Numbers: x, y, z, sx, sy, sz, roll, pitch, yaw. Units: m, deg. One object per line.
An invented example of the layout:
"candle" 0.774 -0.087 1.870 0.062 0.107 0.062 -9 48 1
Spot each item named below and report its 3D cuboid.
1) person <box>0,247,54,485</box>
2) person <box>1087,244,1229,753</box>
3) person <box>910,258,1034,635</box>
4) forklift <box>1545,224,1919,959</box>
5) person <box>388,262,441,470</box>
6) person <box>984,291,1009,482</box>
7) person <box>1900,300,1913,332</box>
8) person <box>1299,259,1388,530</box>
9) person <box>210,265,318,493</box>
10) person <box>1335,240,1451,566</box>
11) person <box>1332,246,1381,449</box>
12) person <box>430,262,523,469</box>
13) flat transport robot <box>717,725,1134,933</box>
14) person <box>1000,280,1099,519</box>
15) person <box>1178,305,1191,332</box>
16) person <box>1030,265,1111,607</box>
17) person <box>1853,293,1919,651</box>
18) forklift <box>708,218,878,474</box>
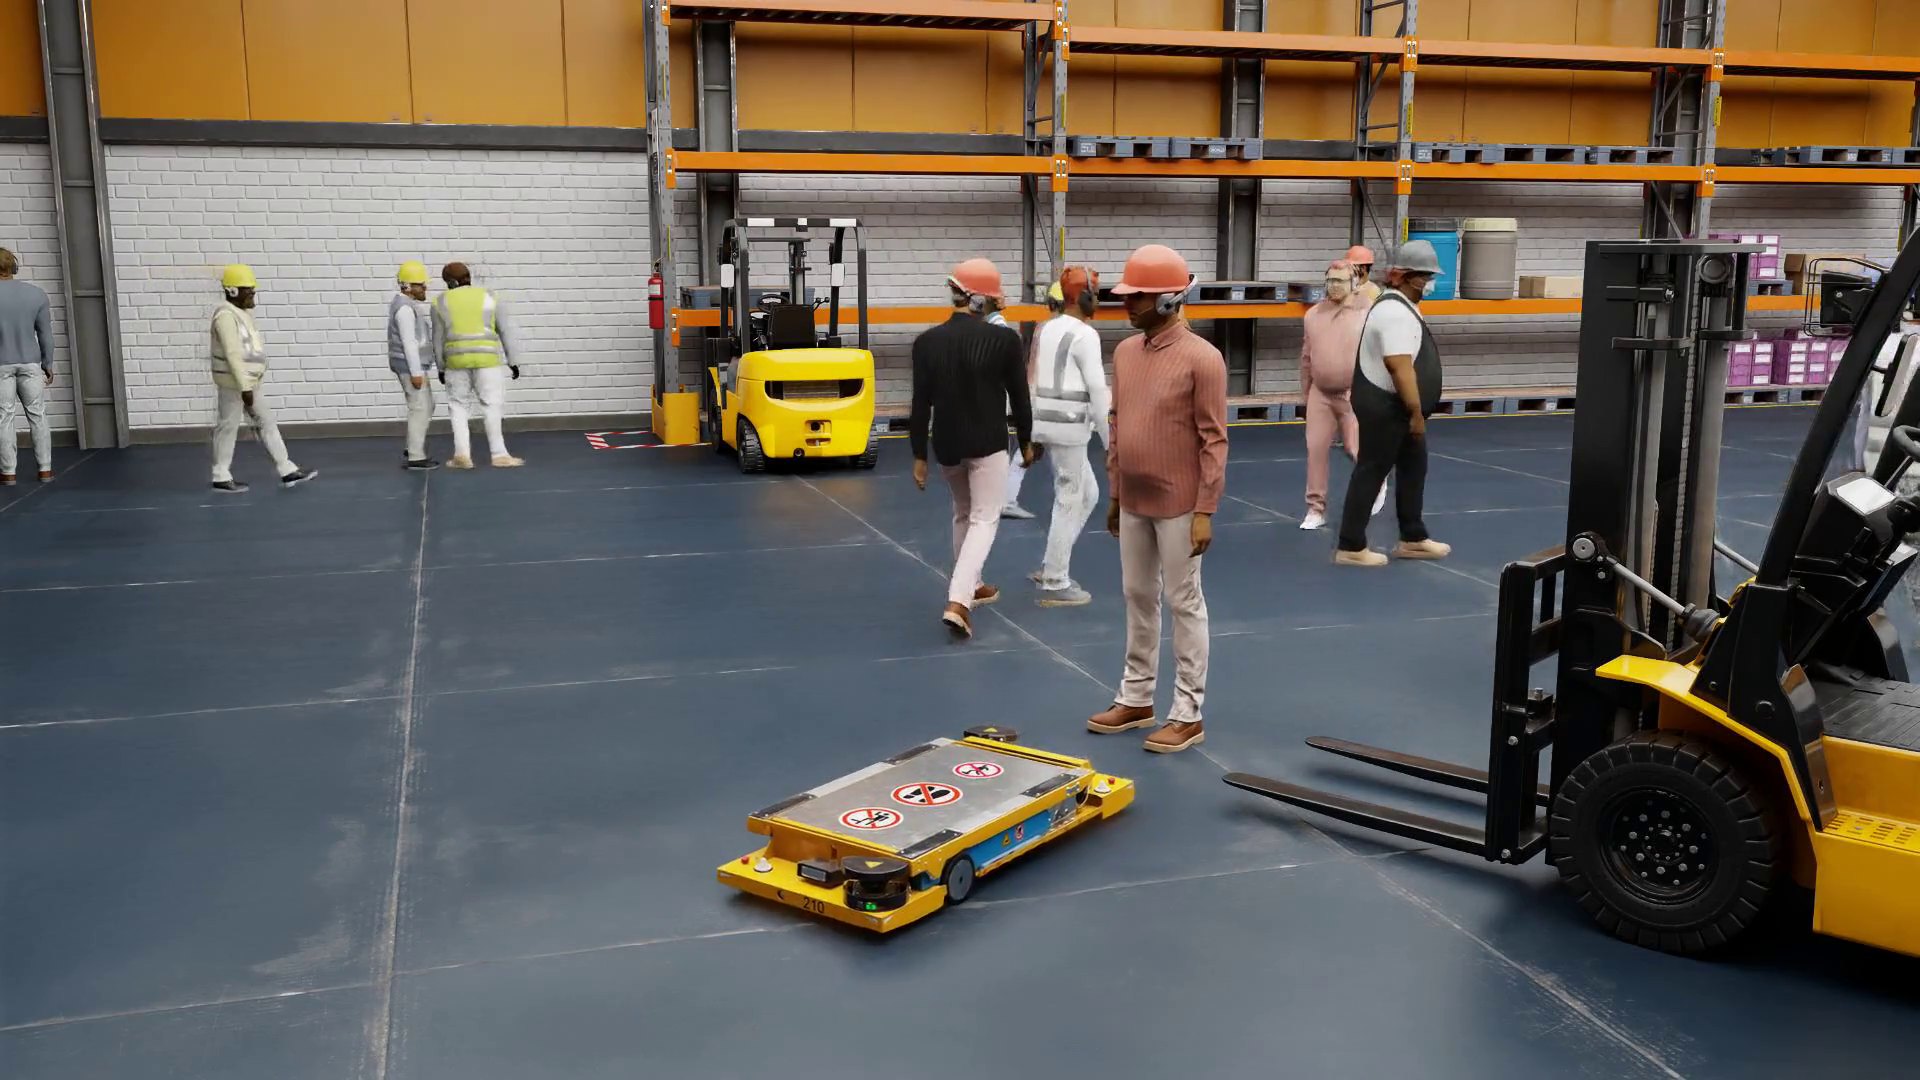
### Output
"person" -7.757 -1.417 13.620 0.629 1.940 0.372 -9 13 -39
"person" 0.783 -0.159 6.578 0.392 1.991 0.612 -7 13 -35
"person" 0.050 -0.502 8.673 0.589 1.916 1.038 5 11 25
"forklift" 2.909 0.117 4.508 2.313 2.155 1.214 9 14 40
"person" -4.766 -1.509 14.523 0.404 1.807 0.608 -3 11 -15
"person" 0.268 -1.288 13.736 0.311 1.639 0.513 -2 11 -10
"person" 9.376 -1.876 16.222 0.406 1.911 0.639 -2 10 -9
"person" 2.703 -1.024 11.647 0.655 1.882 0.819 8 13 36
"person" -5.570 -1.261 13.149 0.866 1.794 0.627 -1 10 -7
"person" 2.732 -0.843 10.191 0.838 2.000 0.749 3 11 14
"person" 3.734 -1.780 15.615 0.379 1.938 0.547 -2 11 -11
"person" -4.233 -1.524 14.627 0.767 1.813 0.432 -3 11 -17
"flat transport robot" -0.067 0.903 5.475 0.652 0.197 1.431 7 13 35
"person" 0.669 -1.002 11.953 0.852 1.719 0.533 -2 11 -12
"person" 1.338 -0.711 10.587 0.501 1.631 0.285 -5 11 -25
"person" 0.613 -0.560 9.113 0.451 1.867 0.596 -3 11 -17
"person" 4.491 -0.353 7.897 0.989 1.905 0.629 -1 10 -8
"forklift" -1.522 -1.778 14.899 1.214 2.155 2.313 -3 11 -17
